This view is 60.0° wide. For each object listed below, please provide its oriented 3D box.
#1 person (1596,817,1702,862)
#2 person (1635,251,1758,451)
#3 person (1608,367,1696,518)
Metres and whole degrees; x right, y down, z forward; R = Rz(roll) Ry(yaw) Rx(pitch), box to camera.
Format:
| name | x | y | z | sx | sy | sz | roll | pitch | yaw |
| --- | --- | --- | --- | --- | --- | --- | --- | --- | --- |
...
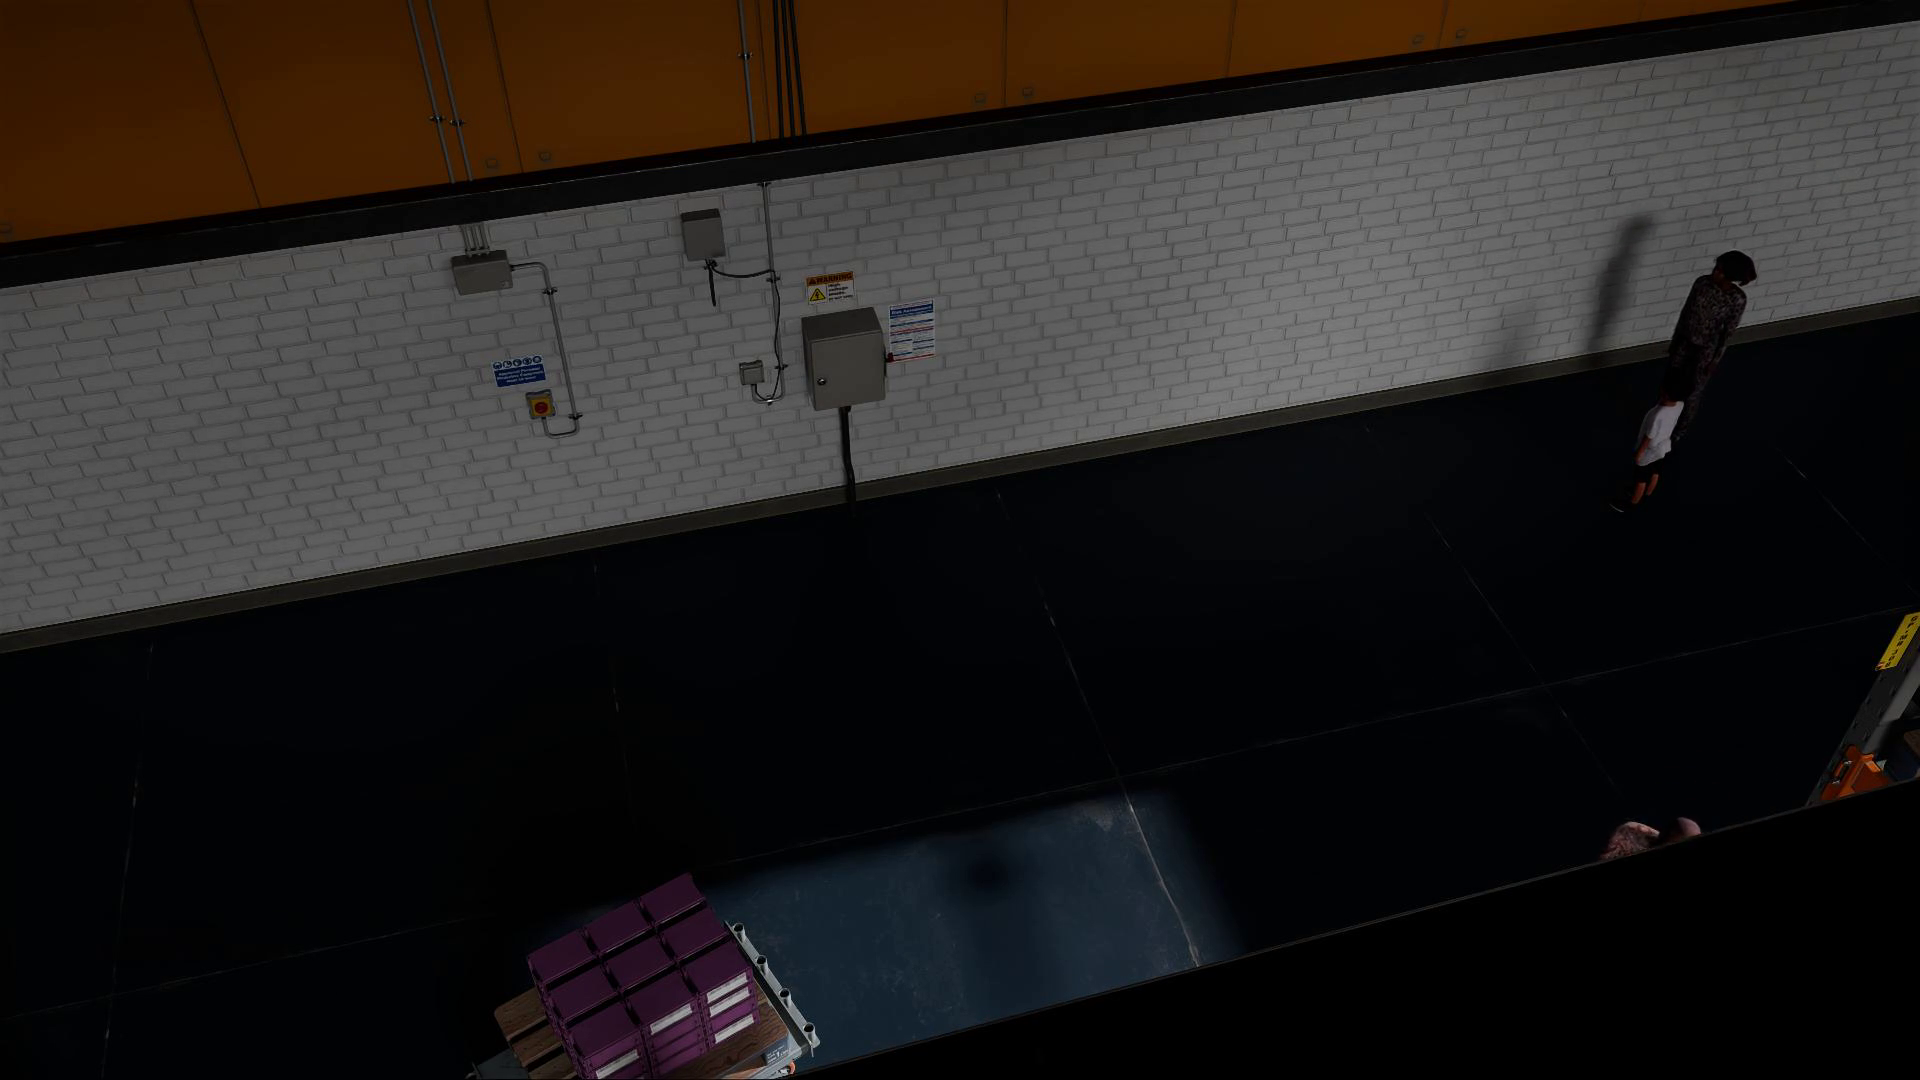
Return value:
| name | x | y | z | sx | sy | sz | roll | pitch | yaw |
| --- | --- | --- | --- | --- | --- | --- | --- | --- | --- |
| person | 3.544 | 1.925 | 8.776 | 1.101 | 1.780 | 1.192 | -32 | 52 | -29 |
| person | 5.482 | -1.424 | 12.339 | 0.691 | 1.714 | 0.563 | -25 | 49 | -24 |
| person | 4.982 | -0.699 | 11.907 | 0.546 | 1.261 | 0.567 | -25 | 49 | -24 |
